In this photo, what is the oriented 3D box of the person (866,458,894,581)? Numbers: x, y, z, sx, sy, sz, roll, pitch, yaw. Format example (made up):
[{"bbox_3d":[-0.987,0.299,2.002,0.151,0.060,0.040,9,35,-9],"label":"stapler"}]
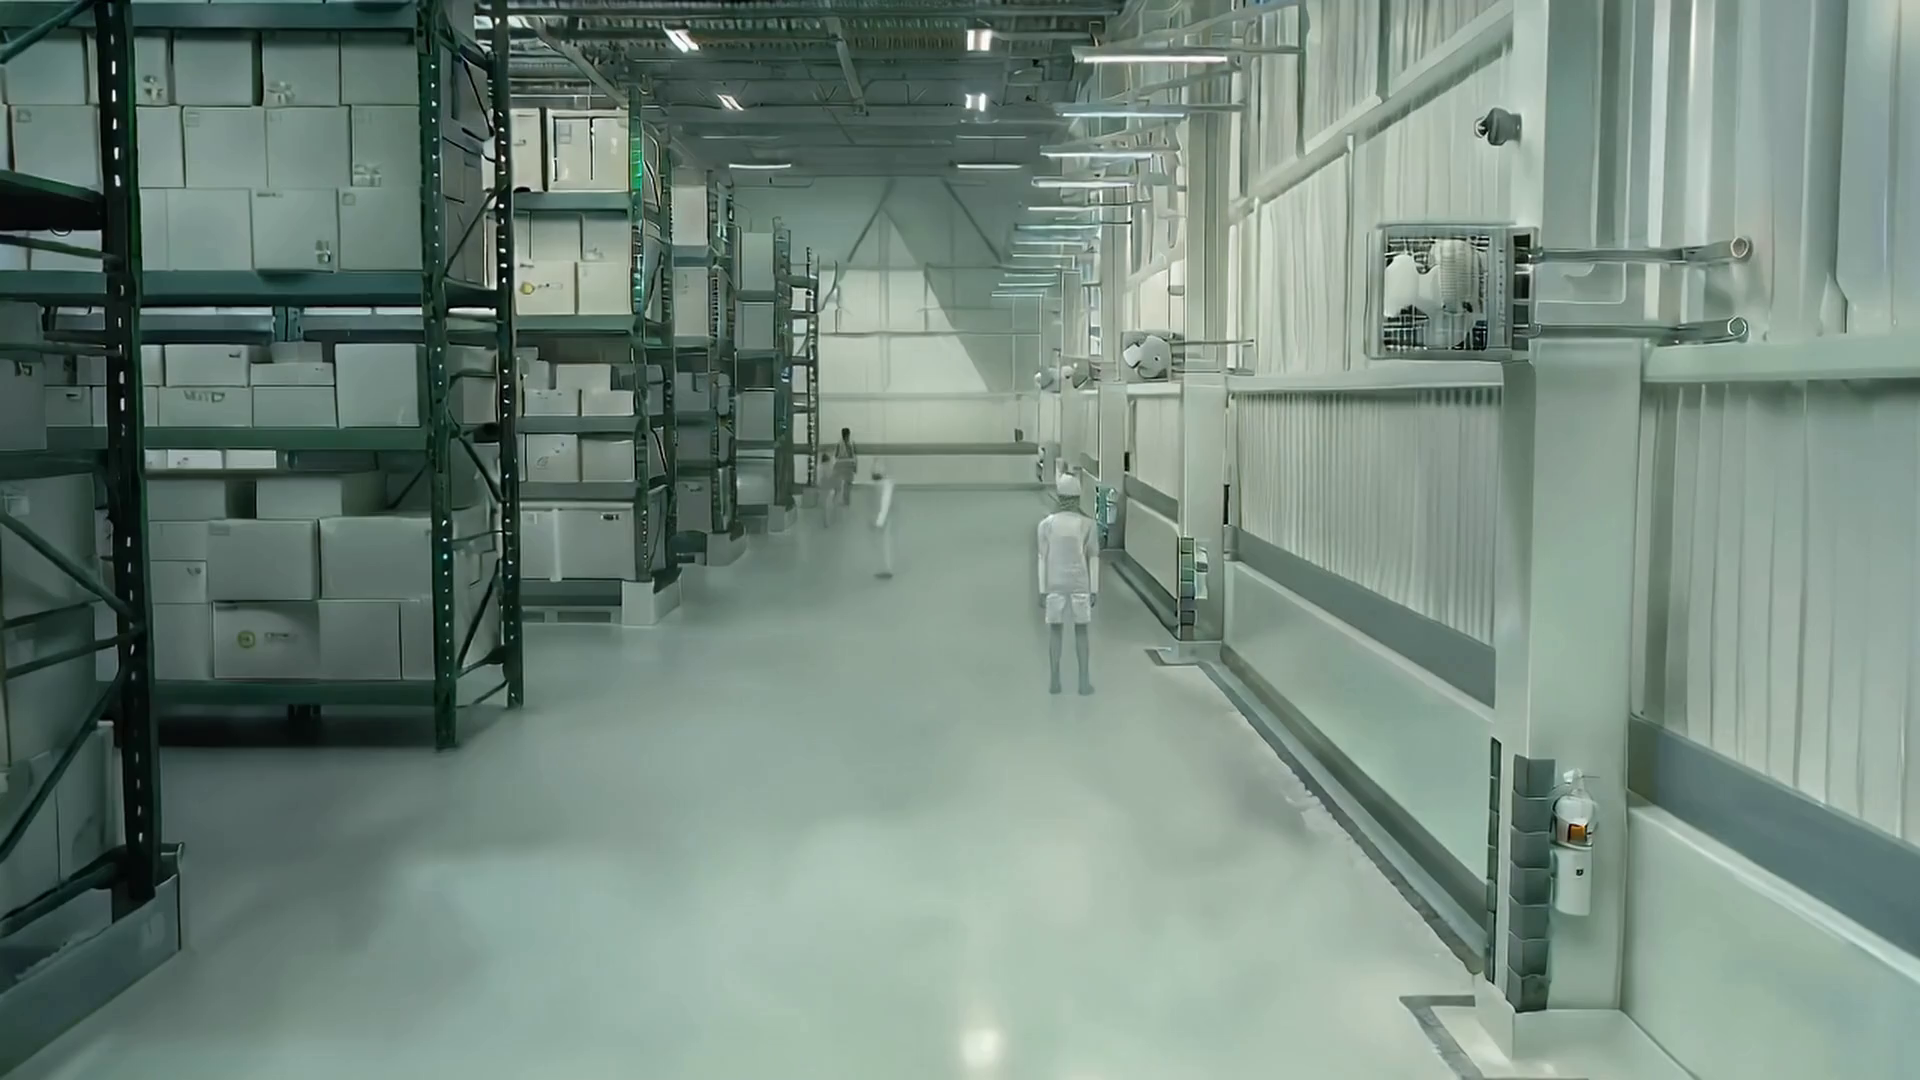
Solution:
[{"bbox_3d":[-1.153,-0.299,23.808,0.406,1.783,0.706,-1,5,-14],"label":"person"}]

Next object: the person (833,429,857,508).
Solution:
[{"bbox_3d":[-2.723,-1.695,39.439,0.560,1.881,1.014,0,5,-3],"label":"person"}]

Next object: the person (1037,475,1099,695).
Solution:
[{"bbox_3d":[0.950,0.401,14.665,0.547,1.938,0.379,1,5,11],"label":"person"}]

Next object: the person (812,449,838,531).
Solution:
[{"bbox_3d":[-2.641,-0.988,32.756,0.512,1.609,0.755,1,5,8],"label":"person"}]
